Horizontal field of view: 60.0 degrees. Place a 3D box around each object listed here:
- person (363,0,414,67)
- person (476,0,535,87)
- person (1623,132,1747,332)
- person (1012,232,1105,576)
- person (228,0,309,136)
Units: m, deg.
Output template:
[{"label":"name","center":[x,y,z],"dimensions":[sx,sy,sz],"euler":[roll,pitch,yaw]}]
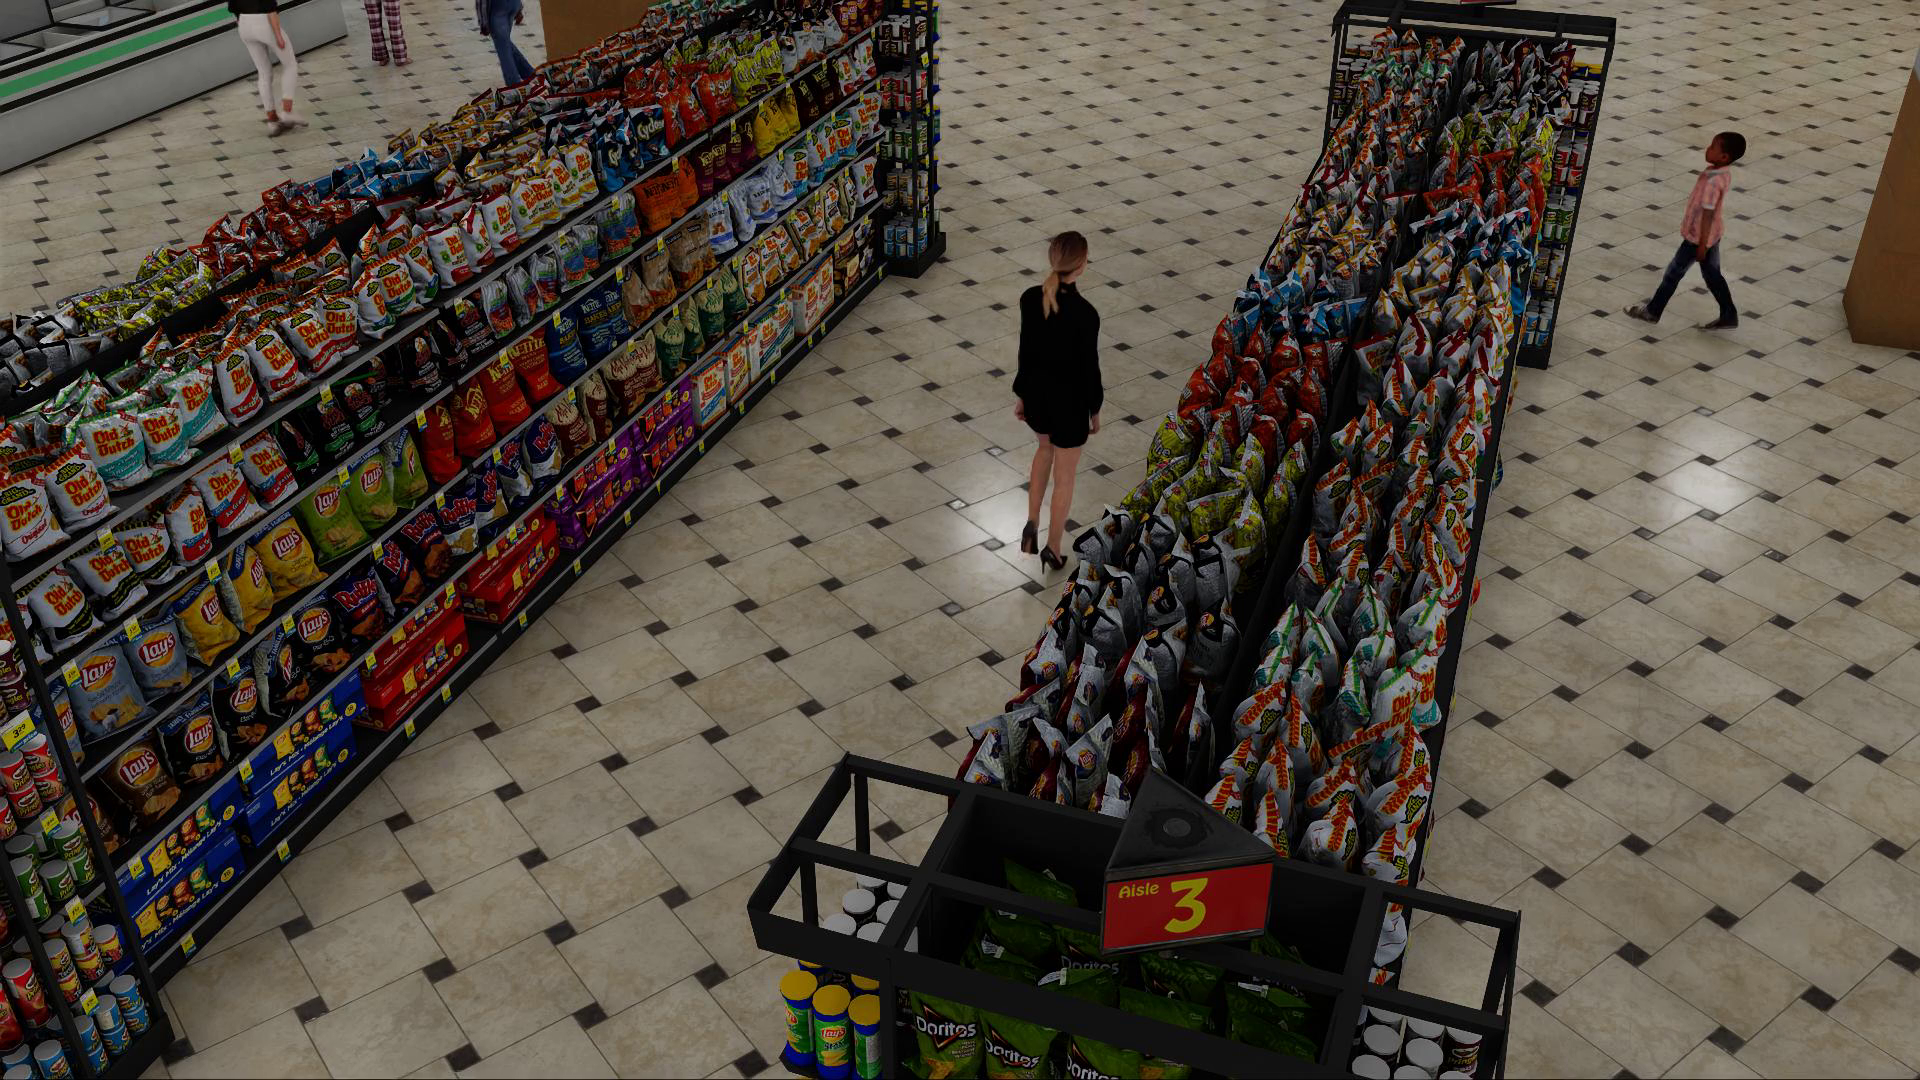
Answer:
[{"label":"person","center":[-5.390,-5.249,15.359],"dimensions":[0.661,1.698,0.586],"euler":[3,32,5]},{"label":"person","center":[-3.757,-4.418,13.944],"dimensions":[0.700,1.782,0.597],"euler":[12,34,18]},{"label":"person","center":[4.686,-1.879,10.331],"dimensions":[0.723,1.287,0.902],"euler":[19,37,28]},{"label":"person","center":[0.407,-0.577,7.801],"dimensions":[0.662,1.750,0.702],"euler":[19,36,27]},{"label":"person","center":[-5.774,-4.143,13.590],"dimensions":[0.634,1.688,0.603],"euler":[10,33,15]}]
